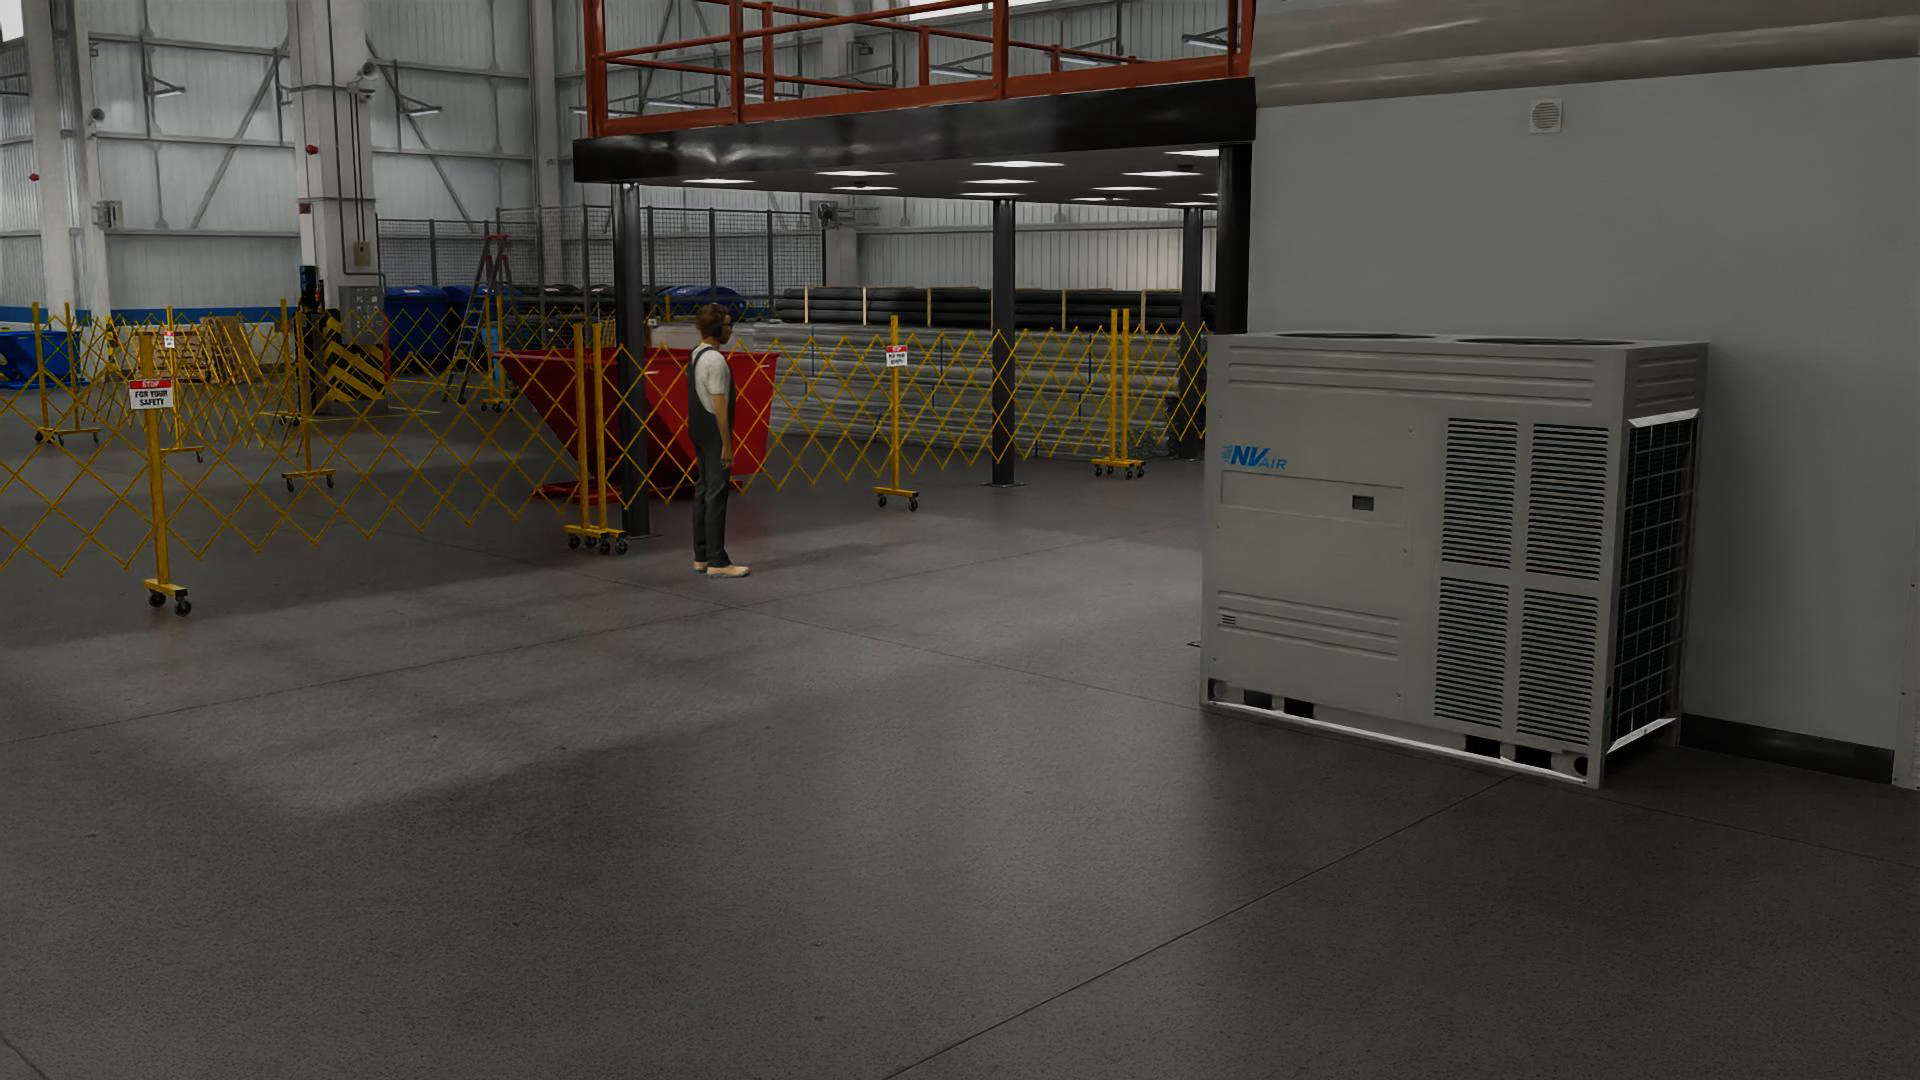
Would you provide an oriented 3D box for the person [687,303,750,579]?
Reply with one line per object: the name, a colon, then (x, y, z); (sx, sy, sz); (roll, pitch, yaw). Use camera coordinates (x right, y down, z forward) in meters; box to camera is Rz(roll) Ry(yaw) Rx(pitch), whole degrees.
person: (-1.646, -0.662, 11.172); (0.333, 1.843, 0.515); (-5, 10, -27)
